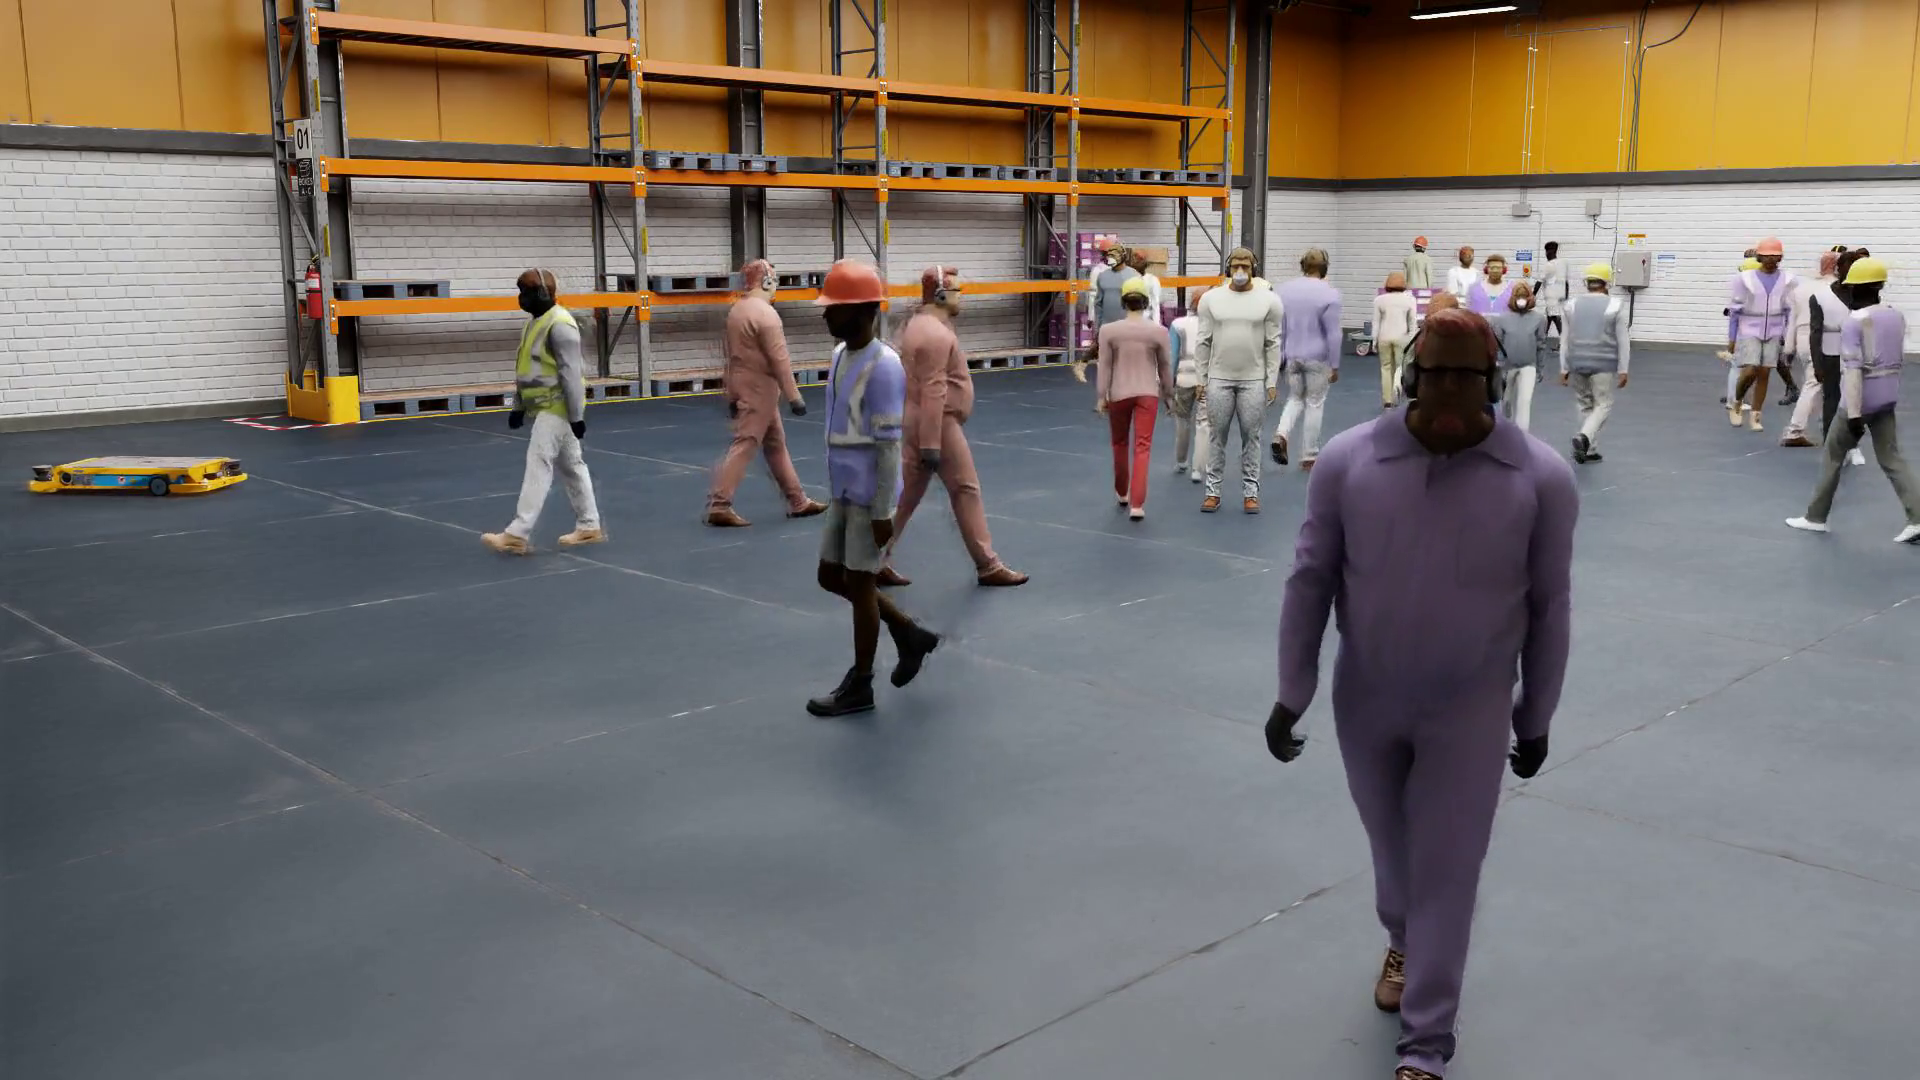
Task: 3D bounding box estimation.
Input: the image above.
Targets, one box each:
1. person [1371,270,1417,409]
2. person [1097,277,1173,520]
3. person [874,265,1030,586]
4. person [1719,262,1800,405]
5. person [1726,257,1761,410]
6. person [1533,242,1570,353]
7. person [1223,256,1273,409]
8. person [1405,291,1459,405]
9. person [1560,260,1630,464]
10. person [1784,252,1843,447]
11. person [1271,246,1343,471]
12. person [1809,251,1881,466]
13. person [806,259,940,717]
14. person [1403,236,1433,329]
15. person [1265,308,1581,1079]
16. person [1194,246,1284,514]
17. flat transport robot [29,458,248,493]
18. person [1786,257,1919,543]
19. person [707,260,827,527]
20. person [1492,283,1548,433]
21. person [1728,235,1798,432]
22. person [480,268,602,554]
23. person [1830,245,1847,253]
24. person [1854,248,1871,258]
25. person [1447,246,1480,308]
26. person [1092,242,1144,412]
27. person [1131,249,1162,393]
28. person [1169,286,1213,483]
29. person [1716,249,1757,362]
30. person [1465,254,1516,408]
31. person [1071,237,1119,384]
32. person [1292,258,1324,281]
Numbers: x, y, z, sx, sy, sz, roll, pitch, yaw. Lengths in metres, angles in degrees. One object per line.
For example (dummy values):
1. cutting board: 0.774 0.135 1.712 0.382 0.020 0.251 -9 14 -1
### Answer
1. person: 5.016 -2.308 19.263 0.513 1.616 0.541 3 11 15
2. person: 1.272 -1.032 12.054 0.547 1.713 0.931 2 11 8
3. person: -0.132 -0.634 9.520 0.980 1.860 0.659 -2 11 -13
4. person: 9.652 -2.521 19.790 0.988 1.868 0.559 0 10 2
5. person: 9.150 -2.401 19.393 0.321 1.767 0.533 5 11 25
6. person: 10.228 -4.214 28.875 0.643 1.895 1.015 -7 12 -32
7. person: 3.336 -2.431 19.484 0.630 1.804 0.949 3 11 17
8. person: 3.462 -0.990 12.069 0.511 1.618 0.342 7 13 34
9. person: 5.514 -1.530 14.527 0.597 1.807 0.707 9 14 42
10. person: 8.357 -1.826 16.000 0.980 1.851 0.683 -3 11 -18
11. person: 2.961 -1.537 14.226 0.647 1.927 0.508 10 15 44
12. person: 7.755 -1.576 14.601 0.640 1.873 0.485 2 11 10
13. person: -0.377 -0.212 7.018 0.550 1.926 0.570 -5 12 -25
14. person: 8.676 -4.735 31.488 0.609 1.996 0.379 10 14 43
15. person: 1.112 0.374 4.024 0.649 1.857 0.993 5 12 26
16. person: 2.023 -1.158 12.139 0.632 1.940 0.372 2 11 12
17. flat transport robot: -6.523 -0.524 13.229 1.431 0.197 0.652 1 10 3
18. person: 6.079 -0.928 11.058 0.585 1.886 0.976 -4 11 -23
19. person: -1.389 -1.021 11.671 0.975 1.854 0.674 -4 11 -23
20. person: 5.235 -1.629 15.659 0.512 1.592 0.849 3 11 15
21. person: 8.251 -2.107 17.100 0.602 2.021 0.441 2 11 11
22. person: -2.722 -0.822 10.666 0.893 1.802 0.641 -5 12 -26
23. person: 13.835 -3.725 26.362 0.333 1.866 0.514 7 12 33
24. person: 11.316 -2.759 21.071 0.532 1.864 0.310 -4 11 -19
25. person: 7.316 -3.286 23.970 0.596 1.847 0.852 -4 11 -21
26. person: 1.795 -2.416 18.993 0.636 1.938 0.358 8 13 39
27. person: 2.224 -2.583 20.106 0.699 1.863 0.576 -7 12 -32
28. person: 1.983 -1.304 13.863 0.516 1.585 0.876 2 11 10
29. person: 12.269 -3.647 26.098 0.627 1.799 0.932 -6 12 -31
30. person: 5.536 -2.055 17.347 0.603 1.811 0.841 3 11 17
31. person: 1.897 -3.061 22.349 0.927 2.014 0.607 6 12 30
32. person: 5.407 -3.569 25.985 0.559 1.670 0.672 2 11 10
